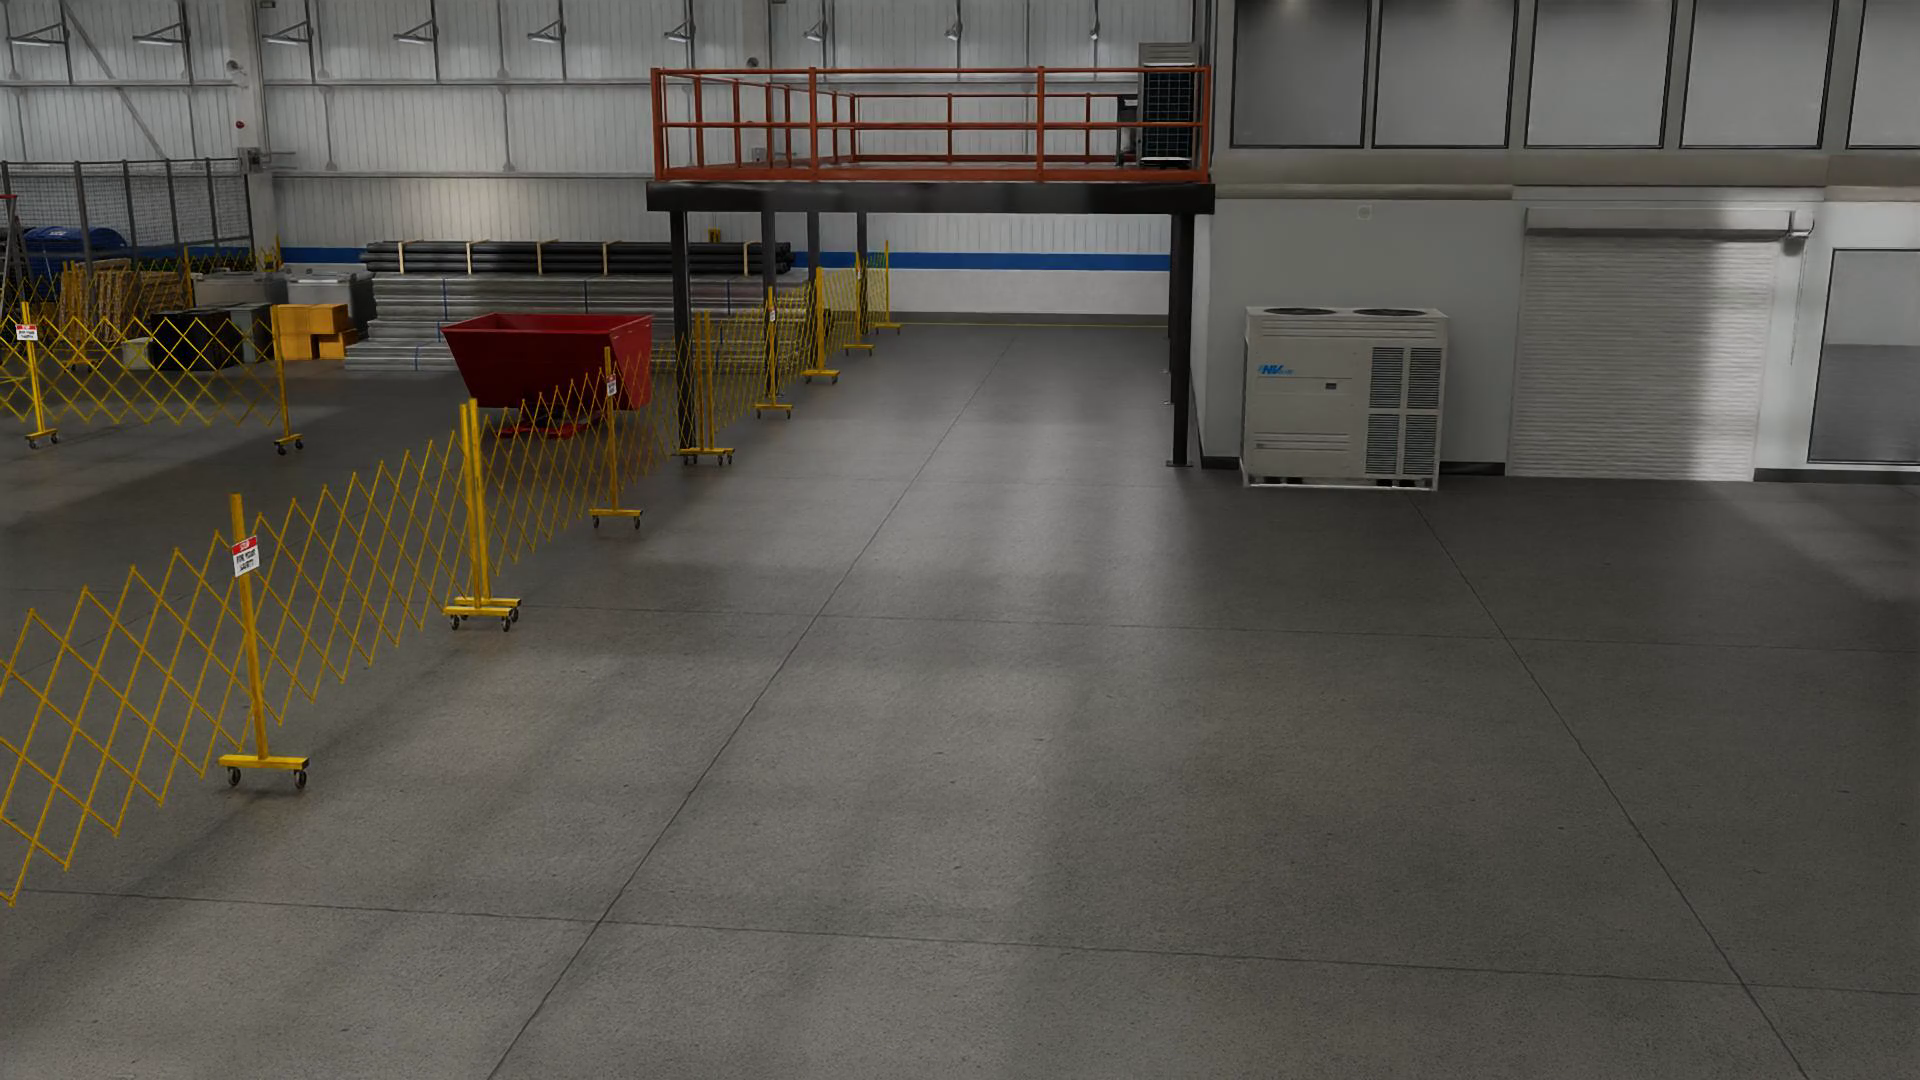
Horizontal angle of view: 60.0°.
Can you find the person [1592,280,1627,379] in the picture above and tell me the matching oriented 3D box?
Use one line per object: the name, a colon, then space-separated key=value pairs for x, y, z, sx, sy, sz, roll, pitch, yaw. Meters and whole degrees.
person: x=7.689 y=-2.191 z=19.794 sx=0.797 sy=1.885 sz=0.645 roll=-6 pitch=15 yaw=-23
